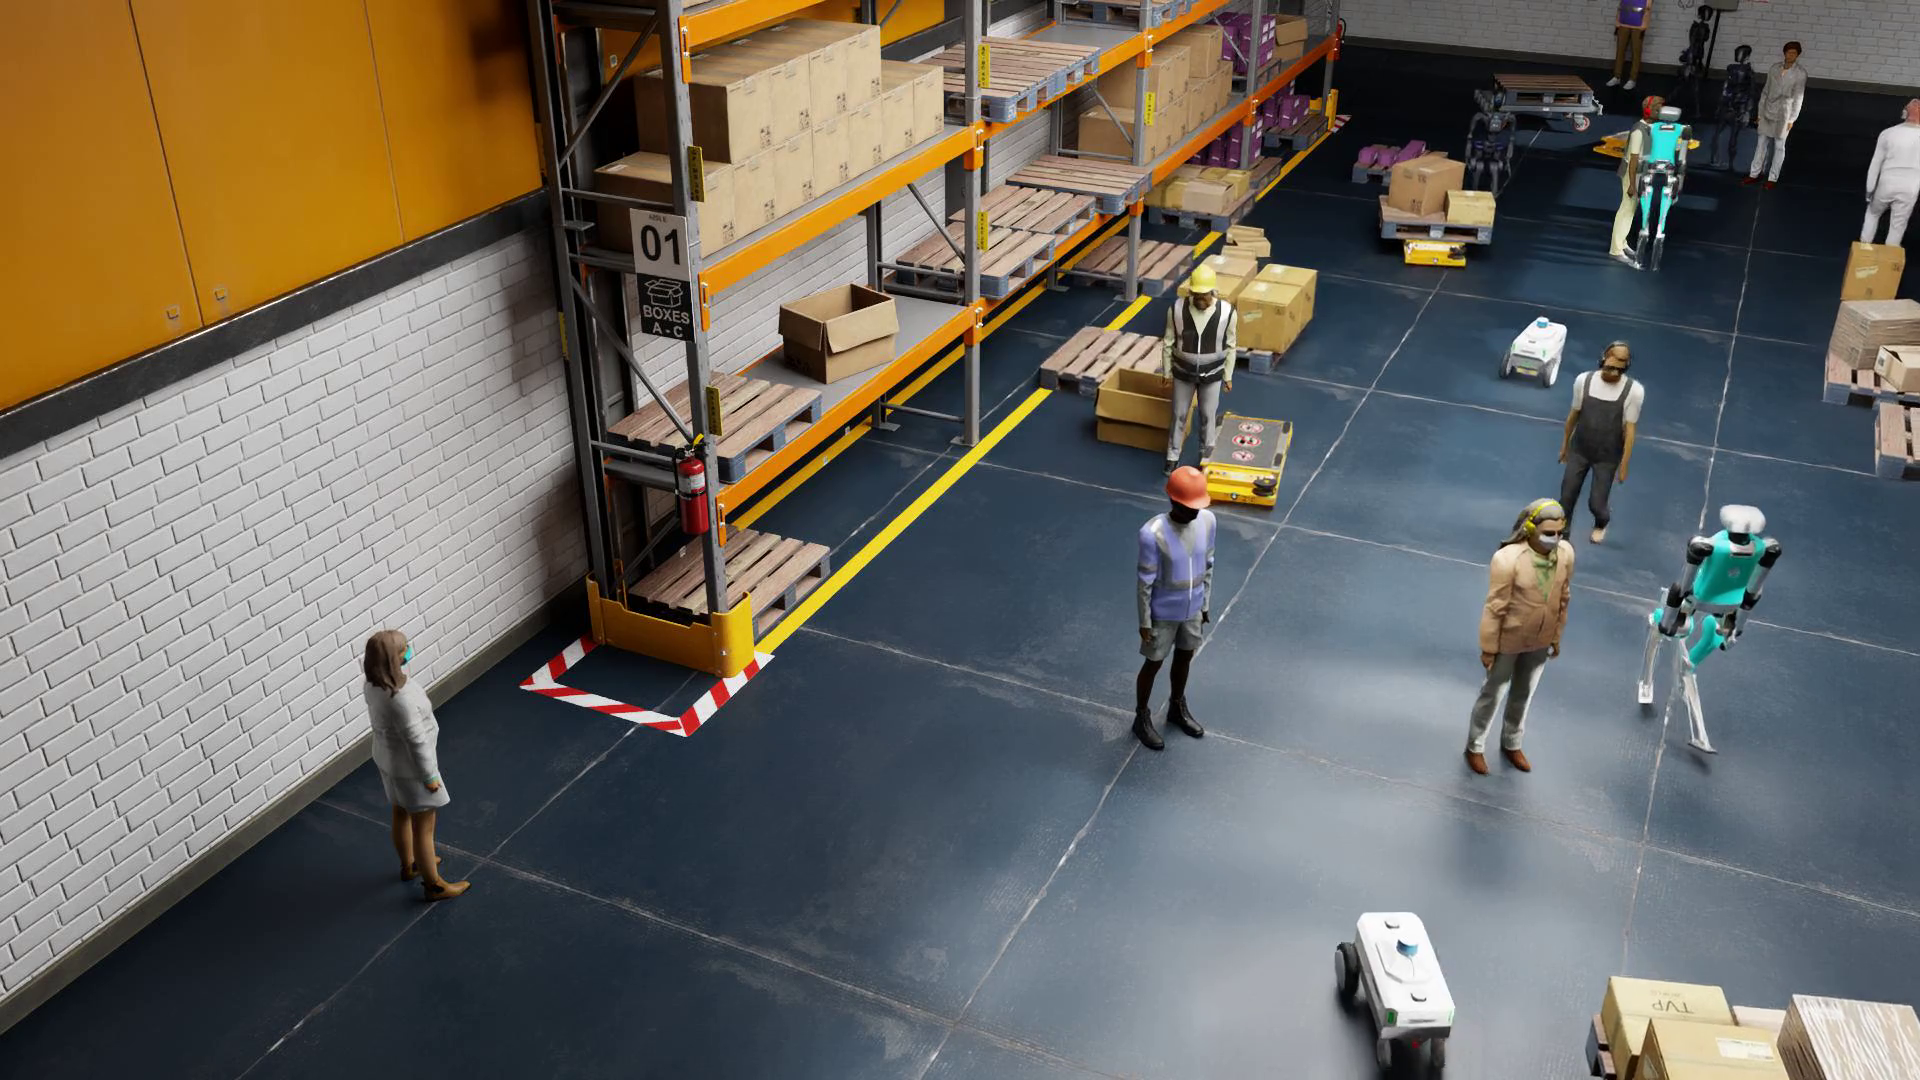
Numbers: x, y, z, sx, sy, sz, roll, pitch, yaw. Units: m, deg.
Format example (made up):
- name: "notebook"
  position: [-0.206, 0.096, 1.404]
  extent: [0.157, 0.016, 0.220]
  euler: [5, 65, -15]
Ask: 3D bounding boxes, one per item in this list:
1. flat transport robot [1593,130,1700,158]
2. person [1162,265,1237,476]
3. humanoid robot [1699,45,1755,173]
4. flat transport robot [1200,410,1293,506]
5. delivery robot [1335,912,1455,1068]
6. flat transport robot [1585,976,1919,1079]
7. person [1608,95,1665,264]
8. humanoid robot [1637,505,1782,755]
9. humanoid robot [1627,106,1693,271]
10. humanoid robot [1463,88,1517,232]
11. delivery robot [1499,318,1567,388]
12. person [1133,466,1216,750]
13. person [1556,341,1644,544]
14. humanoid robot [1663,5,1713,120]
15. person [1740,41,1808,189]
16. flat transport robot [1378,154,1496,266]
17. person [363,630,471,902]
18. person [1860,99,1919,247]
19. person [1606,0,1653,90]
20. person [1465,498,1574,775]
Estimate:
- name: "flat transport robot"
  position: [9.426, -5.440, 22.815]
  extent: [1.431, 0.231, 0.659]
  euler: [-17, 33, -29]
- name: "person"
  position: [1.946, -1.376, 13.632]
  extent: [0.601, 1.830, 0.404]
  euler: [4, 29, 8]
- name: "humanoid robot"
  position: [10.063, -5.601, 21.636]
  extent: [0.430, 1.647, 0.610]
  euler: [-9, 30, -16]
- name: "flat transport robot"
  position: [2.409, -0.703, 14.031]
  extent: [0.659, 0.231, 1.431]
  euler: [8, 29, 14]
- name: "delivery robot"
  position: [2.206, 2.210, 8.347]
  extent: [0.499, 0.612, 0.796]
  euler: [0, 28, -1]
- name: "flat transport robot"
  position: [3.529, 2.781, 7.571]
  extent: [0.659, 0.231, 1.431]
  euler: [4, 29, 7]
- name: "person"
  position: [7.533, -4.035, 18.549]
  extent: [0.391, 1.846, 0.563]
  euler: [17, 32, 28]
- name: "humanoid robot"
  position: [4.577, 0.452, 10.379]
  extent: [0.539, 1.722, 1.068]
  euler: [1, 28, 1]
- name: "humanoid robot"
  position: [7.639, -3.765, 18.222]
  extent: [0.538, 1.836, 0.706]
  euler: [8, 29, 15]
- name: "humanoid robot"
  position: [6.182, -4.446, 19.483]
  extent: [0.591, 1.647, 0.448]
  euler: [3, 28, 5]
- name: "delivery robot"
  position: [5.481, -1.813, 15.781]
  extent: [0.499, 0.587, 0.789]
  euler: [17, 33, 29]
- name: "person"
  position: [1.330, 0.416, 10.210]
  extent: [0.539, 1.928, 0.377]
  euler: [-14, 31, -24]
- name: "person"
  position: [4.710, -0.654, 12.310]
  extent: [0.552, 1.817, 0.594]
  euler: [20, 34, 32]
- name: "humanoid robot"
  position: [10.619, -6.914, 24.106]
  extent: [0.762, 1.628, 0.599]
  euler: [23, 36, 36]
- name: "person"
  position: [10.342, -5.382, 21.062]
  extent: [0.365, 1.833, 0.514]
  euler: [-22, 36, -35]
- name: "flat transport robot"
  position: [5.437, -3.476, 19.173]
  extent: [0.659, 0.231, 1.431]
  euler: [5, 29, 9]
- name: "person"
  position: [-2.974, 1.210, 9.016]
  extent: [0.338, 1.659, 0.484]
  euler: [-24, 36, -37]
- name: "person"
  position: [10.286, -3.888, 18.247]
  extent: [0.666, 1.881, 0.779]
  euler: [12, 31, 21]
- name: "person"
  position: [10.436, -8.001, 25.831]
  extent: [0.455, 1.922, 0.529]
  euler: [-23, 36, -36]
- name: "person"
  position: [3.356, 0.575, 9.992]
  extent: [0.554, 1.869, 0.396]
  euler: [-8, 29, -15]
